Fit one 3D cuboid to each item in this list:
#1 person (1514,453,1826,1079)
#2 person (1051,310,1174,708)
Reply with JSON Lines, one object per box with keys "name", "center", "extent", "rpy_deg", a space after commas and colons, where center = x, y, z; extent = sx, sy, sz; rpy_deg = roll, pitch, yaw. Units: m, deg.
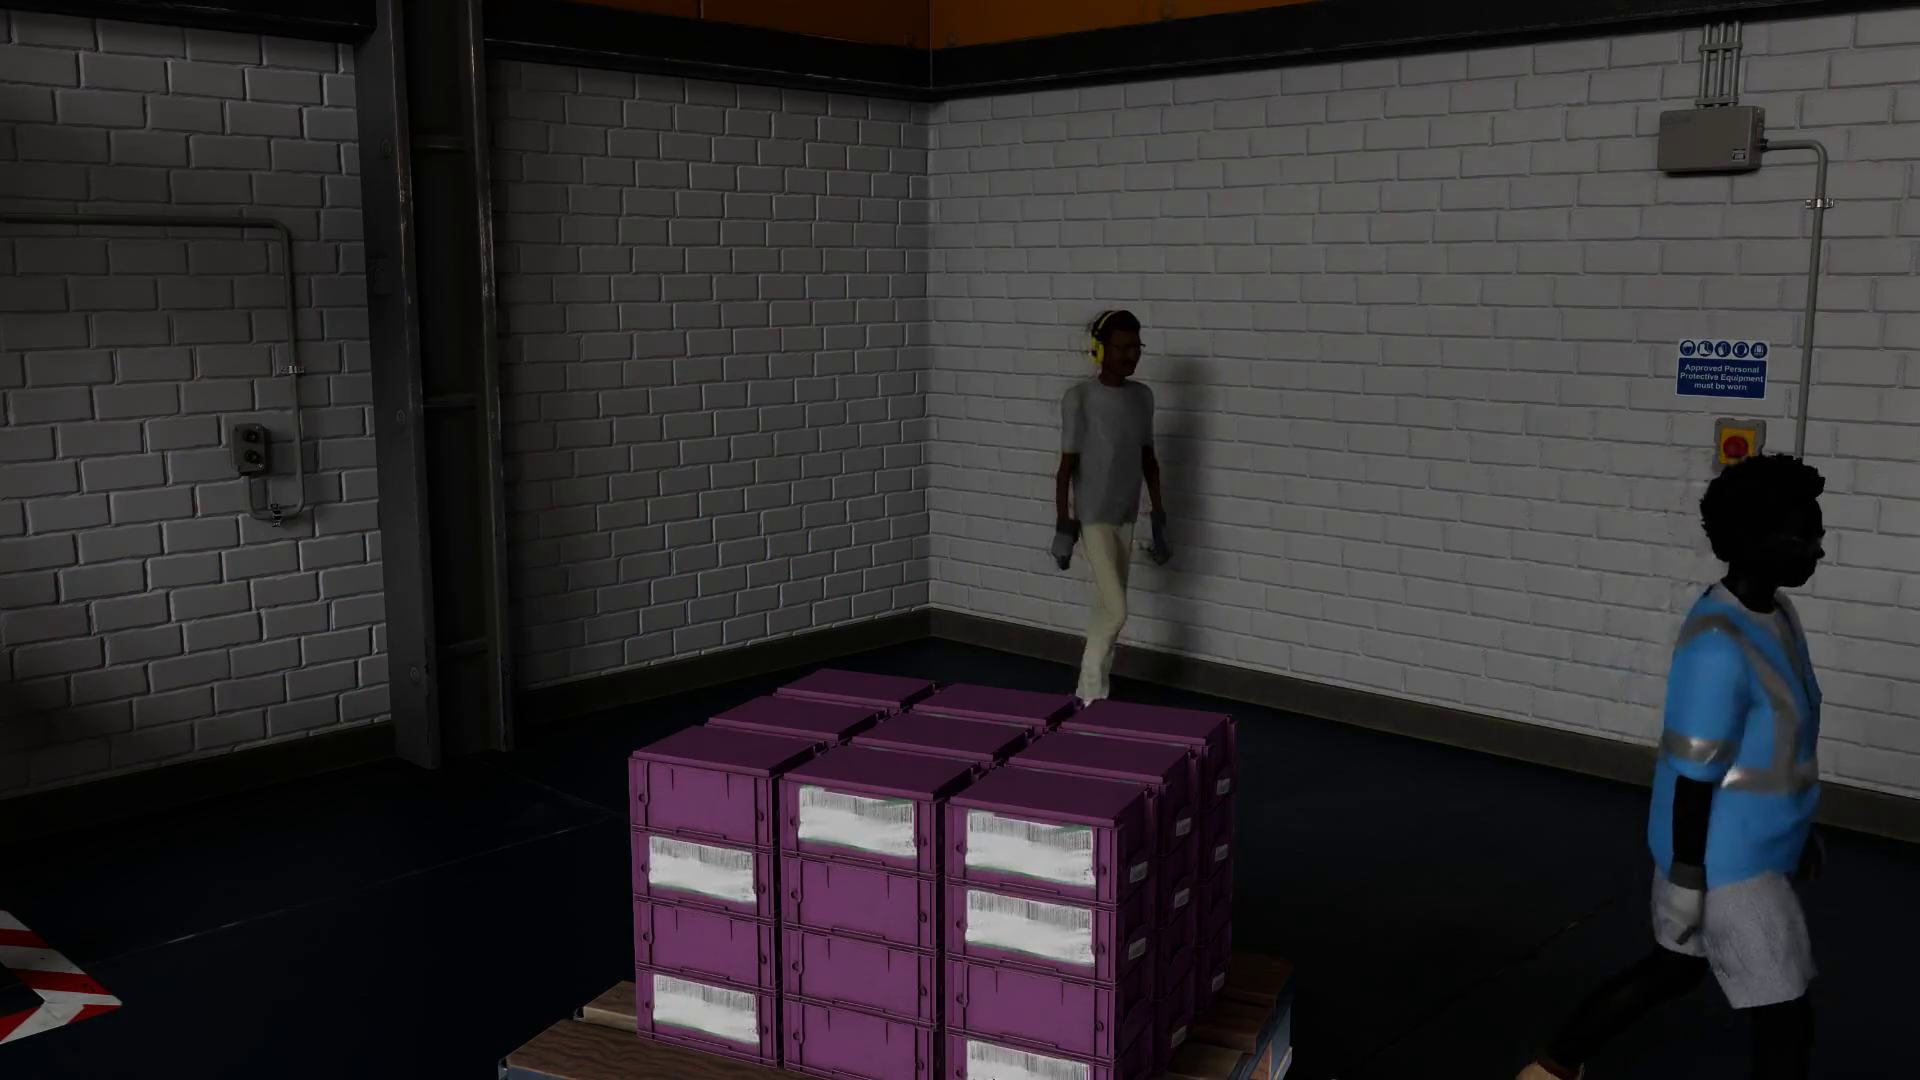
{"name": "person", "center": [1.571, 0.632, 3.504], "extent": [0.842, 1.662, 0.534], "rpy_deg": [6, 11, 32]}
{"name": "person", "center": [0.684, -0.059, 7.181], "extent": [0.515, 1.852, 0.496], "rpy_deg": [-8, 12, -41]}
